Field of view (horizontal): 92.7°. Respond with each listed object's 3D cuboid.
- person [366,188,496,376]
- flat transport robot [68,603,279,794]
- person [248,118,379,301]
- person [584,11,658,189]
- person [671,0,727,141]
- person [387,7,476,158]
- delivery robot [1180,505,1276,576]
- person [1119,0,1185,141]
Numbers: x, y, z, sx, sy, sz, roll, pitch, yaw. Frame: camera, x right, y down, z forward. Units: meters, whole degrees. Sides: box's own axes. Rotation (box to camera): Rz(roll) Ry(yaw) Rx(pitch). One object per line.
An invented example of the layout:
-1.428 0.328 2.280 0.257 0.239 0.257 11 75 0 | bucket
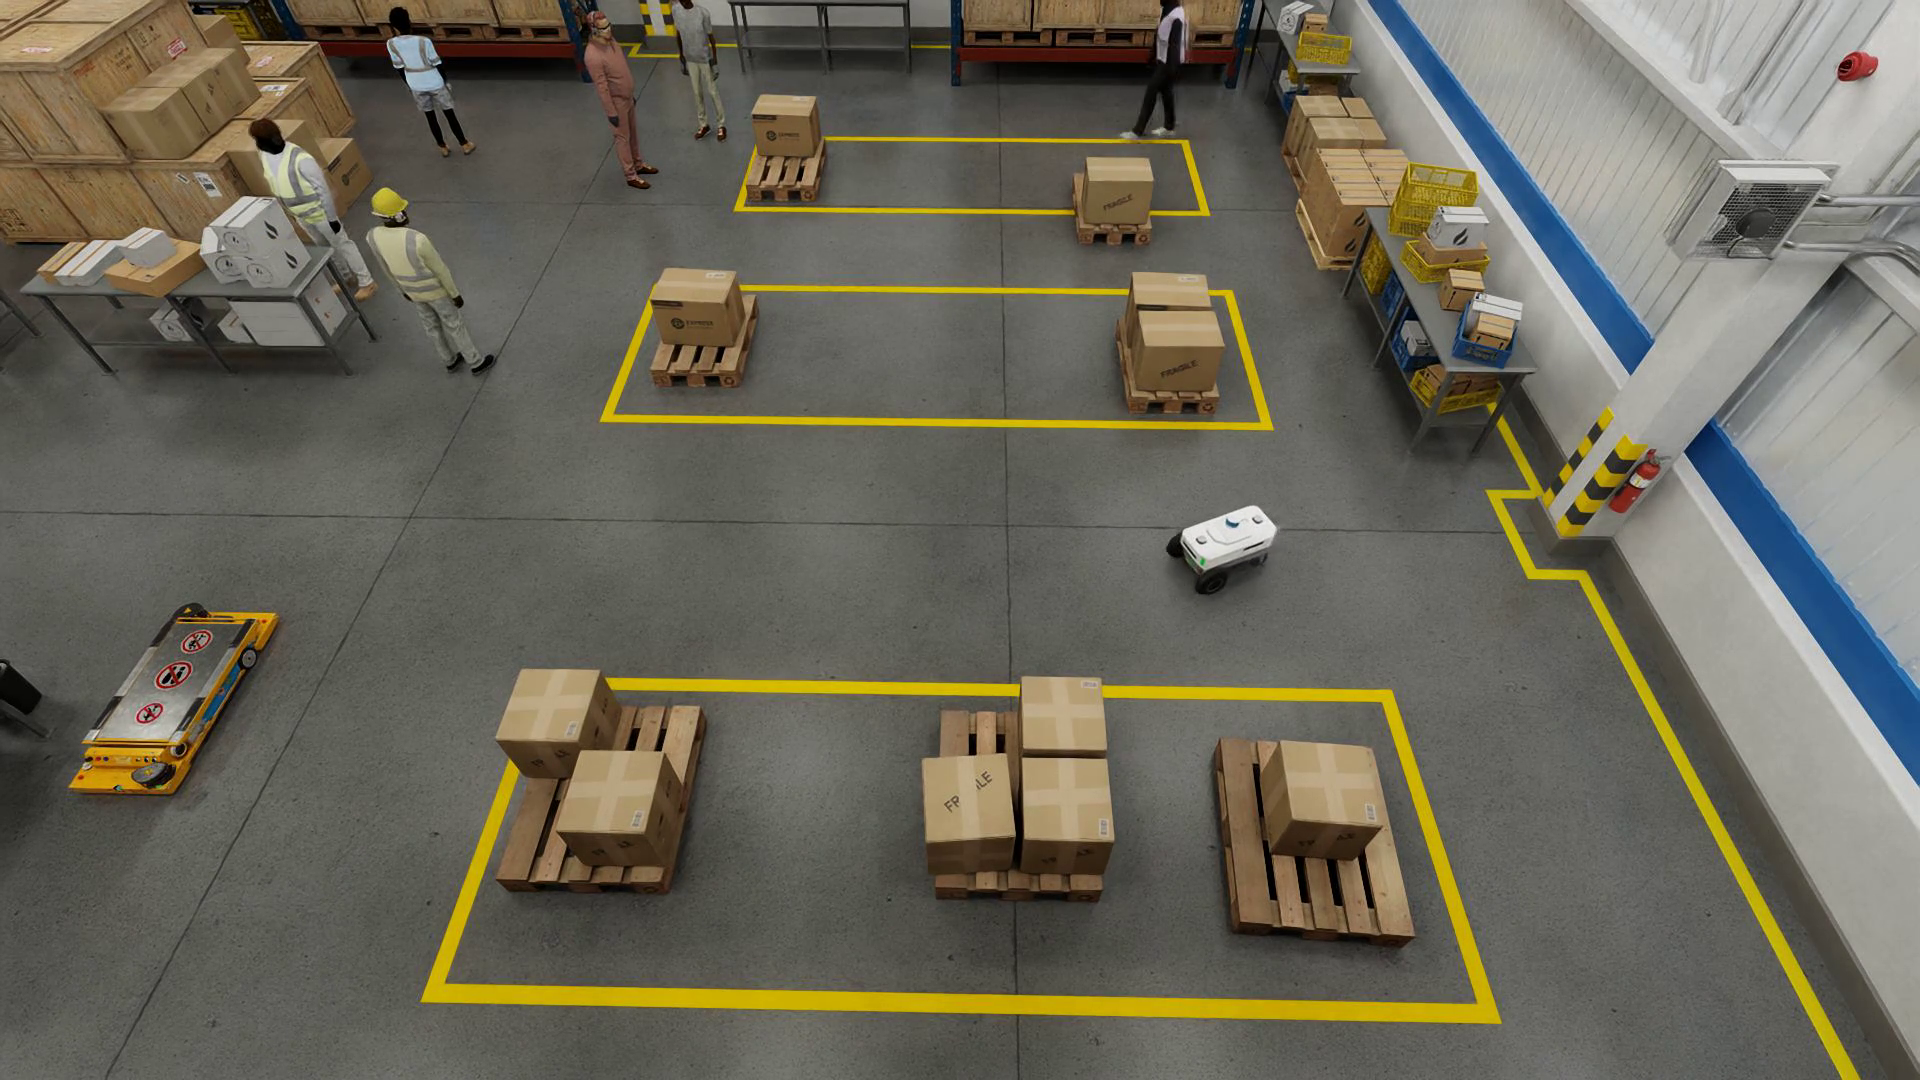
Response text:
-4.797 -2.287 8.268 0.600 1.829 0.404 8 50 7 | person
-5.504 1.072 6.442 0.652 0.197 1.431 1 50 1 | flat transport robot
-6.425 -3.247 9.078 0.636 1.839 0.429 15 51 12 | person
-3.914 -5.055 10.563 0.409 1.907 0.650 3 50 3 | person
-3.224 -5.896 11.298 0.514 1.872 0.328 8 50 7 | person
-6.432 -5.496 11.071 0.537 1.695 0.321 -7 50 -6 | person
2.075 -0.013 7.116 0.707 0.478 0.477 -19 52 -15 | delivery robot
2.420 -5.899 11.292 0.877 1.883 0.612 -1 50 -1 | person
